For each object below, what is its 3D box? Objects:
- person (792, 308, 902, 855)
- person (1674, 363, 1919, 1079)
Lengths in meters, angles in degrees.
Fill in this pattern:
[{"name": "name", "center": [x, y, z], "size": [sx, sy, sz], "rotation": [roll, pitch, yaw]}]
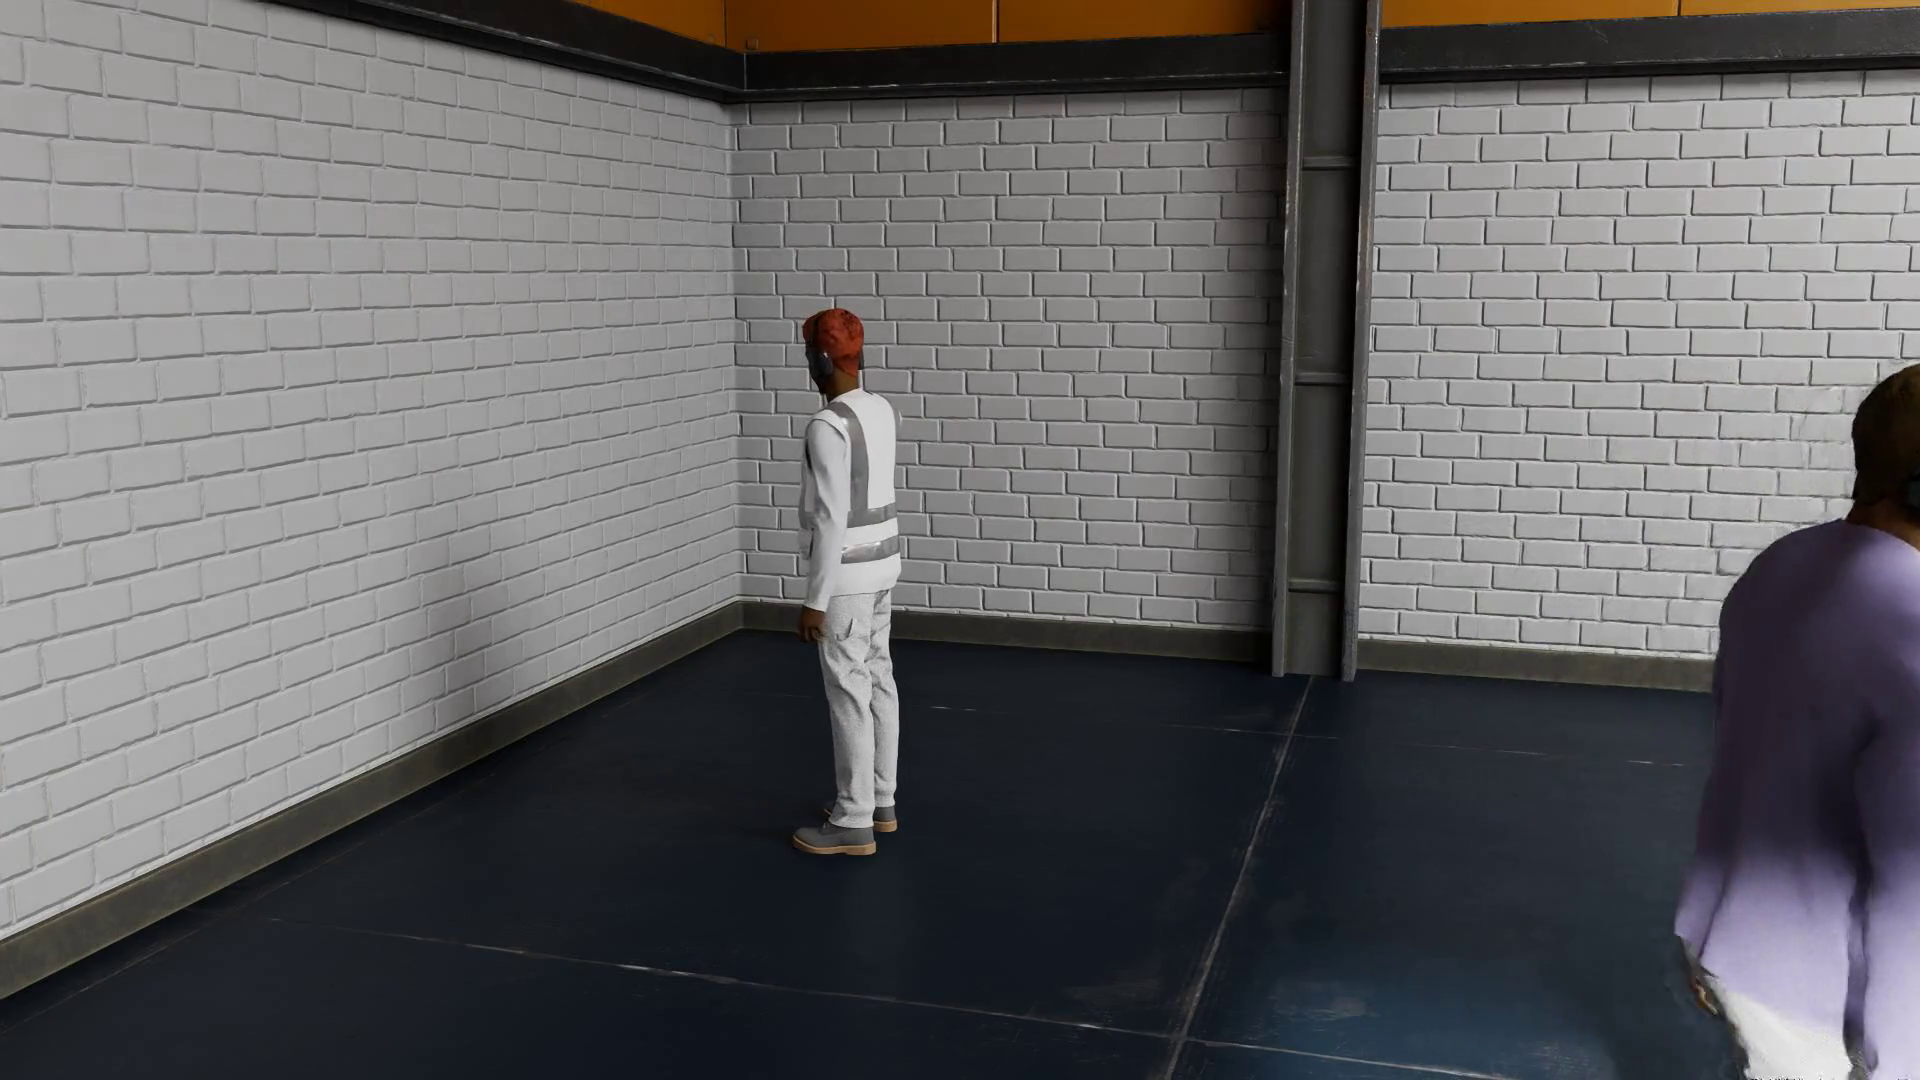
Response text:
[{"name": "person", "center": [-0.391, 0.147, 5.756], "size": [0.355, 1.886, 0.572], "rotation": [3, 10, 20]}, {"name": "person", "center": [1.209, 0.668, 2.529], "size": [0.724, 1.910, 0.673], "rotation": [0, 9, 3]}]
